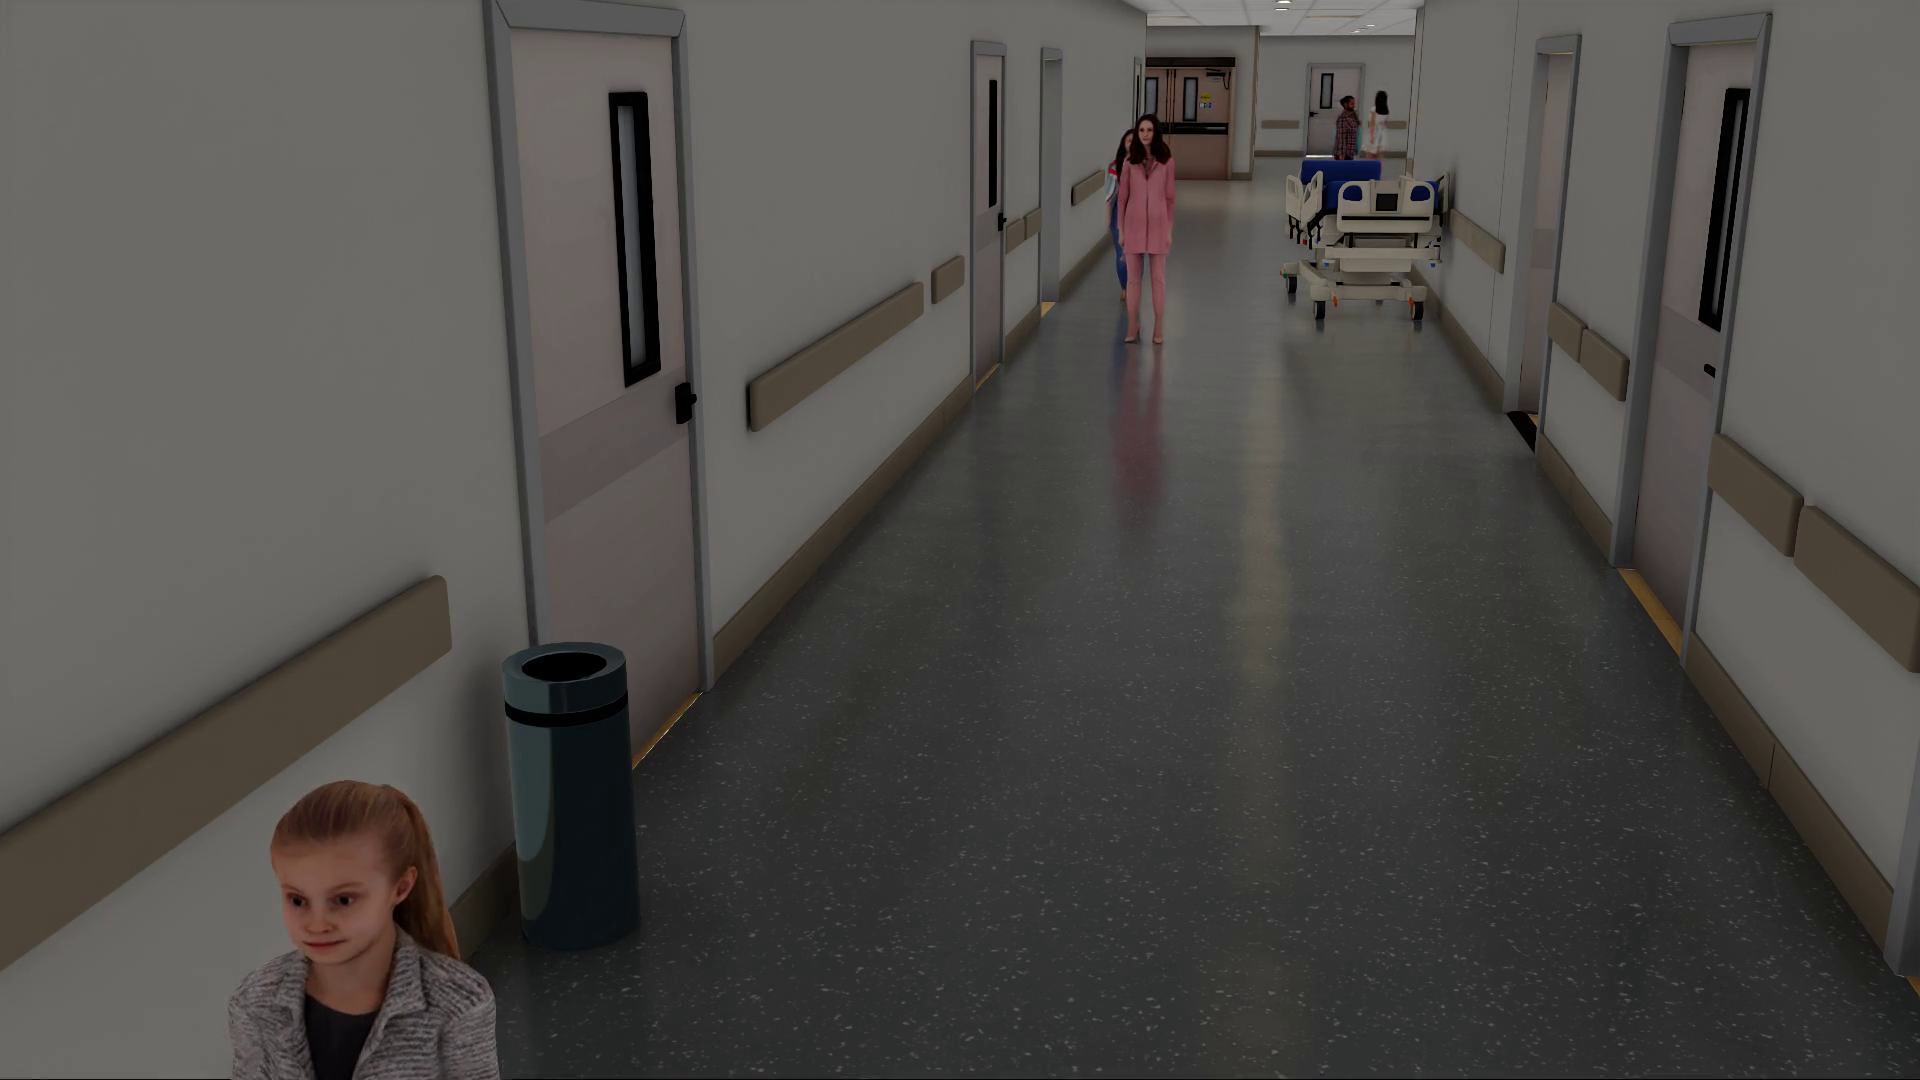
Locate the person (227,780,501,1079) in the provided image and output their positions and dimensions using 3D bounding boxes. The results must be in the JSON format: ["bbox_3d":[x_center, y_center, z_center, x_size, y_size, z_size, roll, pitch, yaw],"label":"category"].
[{"bbox_3d":[-0.757,0.902,2.252,0.547,1.266,0.577,2,16,6],"label":"person"}]

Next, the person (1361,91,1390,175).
[{"bbox_3d":[7.785,-7.420,30.907,0.821,1.741,0.855,-8,17,-25],"label":"person"}]

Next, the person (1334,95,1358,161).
[{"bbox_3d":[5.988,-6.006,25.855,0.664,1.761,0.747,7,17,23],"label":"person"}]

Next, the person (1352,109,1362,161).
[{"bbox_3d":[6.919,-6.928,29.675,0.908,1.464,0.717,5,16,16],"label":"person"}]

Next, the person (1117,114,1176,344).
[{"bbox_3d":[1.495,-2.472,13.249,0.447,1.799,0.656,3,16,10],"label":"person"}]

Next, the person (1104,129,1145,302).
[{"bbox_3d":[1.567,-2.989,15.487,0.907,1.581,0.645,3,16,10],"label":"person"}]
